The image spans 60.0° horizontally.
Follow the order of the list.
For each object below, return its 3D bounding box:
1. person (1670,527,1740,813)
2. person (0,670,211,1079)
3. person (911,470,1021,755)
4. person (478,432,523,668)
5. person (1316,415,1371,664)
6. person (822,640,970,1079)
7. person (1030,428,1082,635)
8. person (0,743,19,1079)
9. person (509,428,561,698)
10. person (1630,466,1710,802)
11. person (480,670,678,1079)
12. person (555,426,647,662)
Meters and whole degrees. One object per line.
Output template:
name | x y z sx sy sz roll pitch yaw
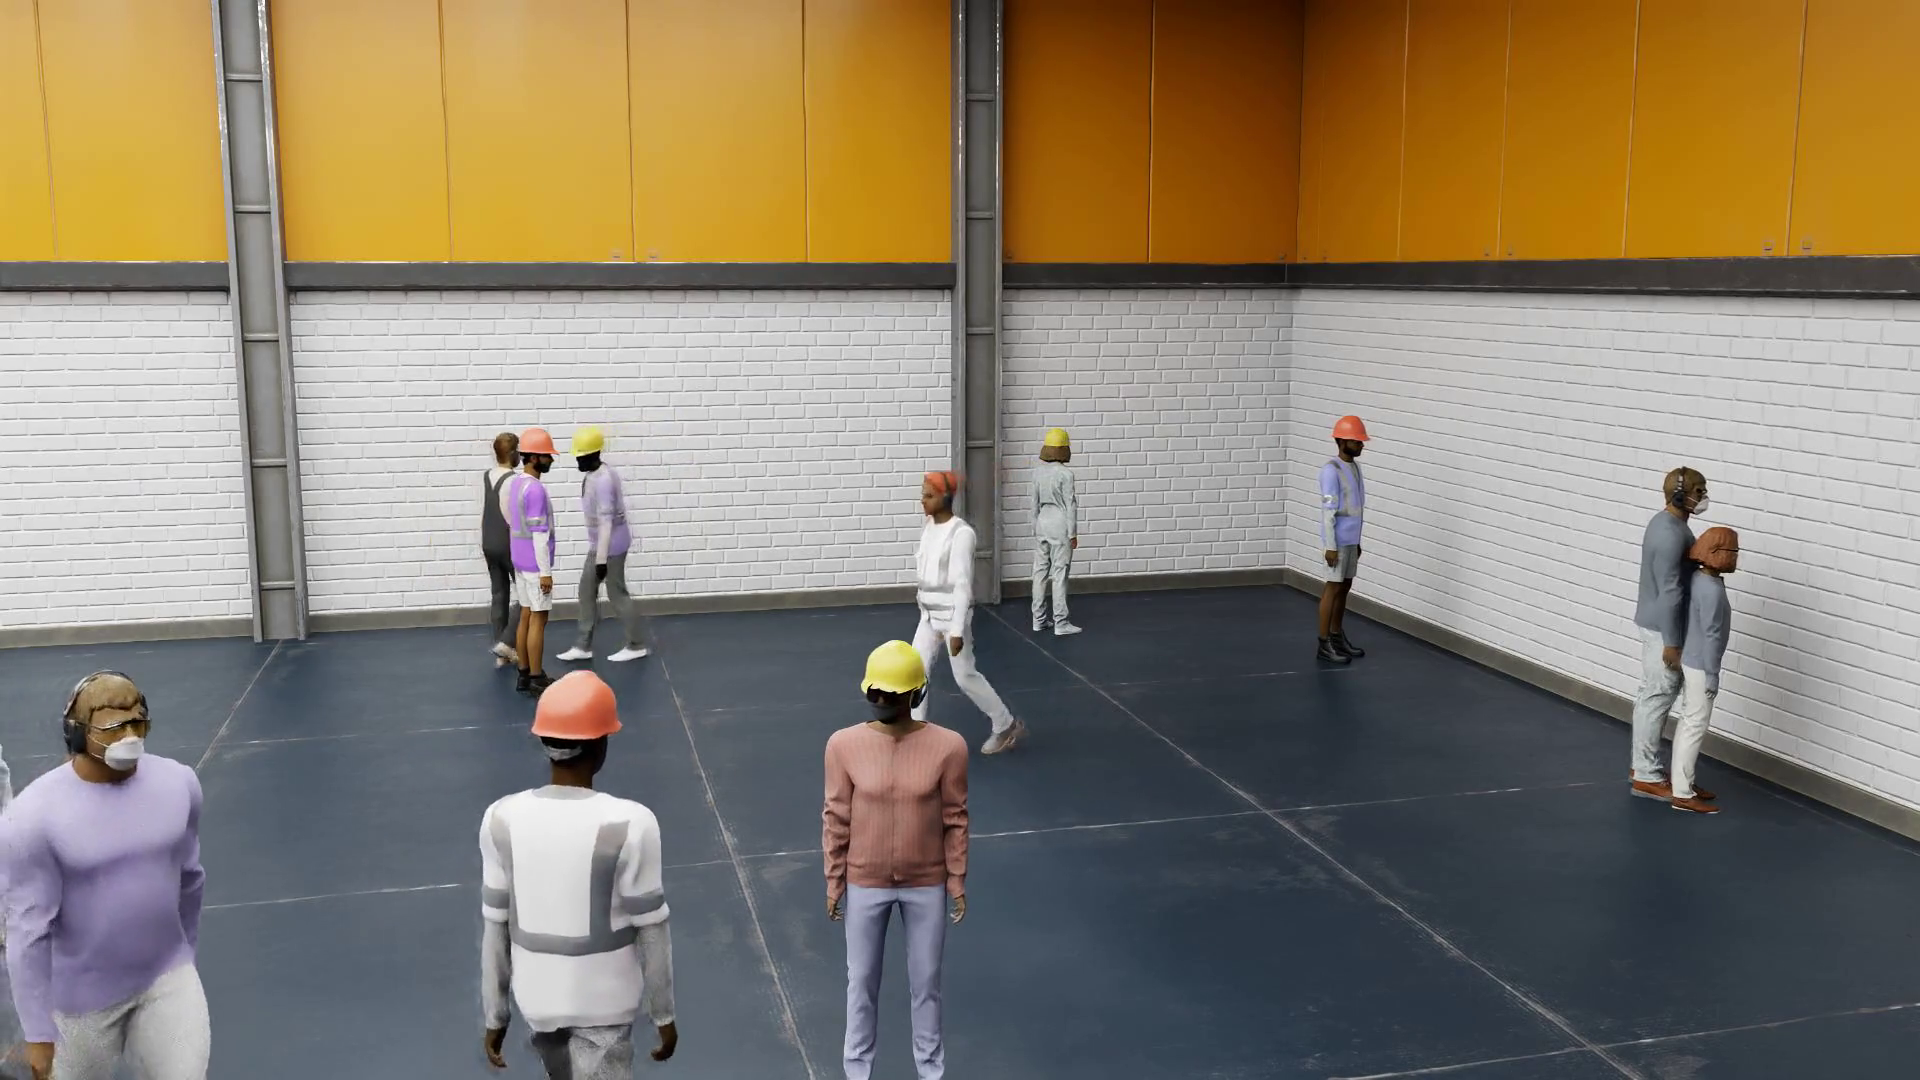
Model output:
person | 4.214 0.725 9.417 0.279 1.624 0.494 2 9 15
person | -2.541 1.304 4.958 0.970 1.909 0.635 6 11 34
person | -0.026 0.477 10.281 0.928 1.850 0.584 -5 11 -30
person | -3.470 0.086 12.777 0.505 1.830 0.390 4 10 26
person | 3.019 -0.010 13.024 0.362 1.935 0.553 6 11 35
person | -0.225 1.217 5.911 0.526 1.767 0.311 -1 9 -3
person | 0.813 -0.076 14.045 0.300 1.742 0.492 -9 13 -44
person | -3.833 1.150 6.180 0.694 1.808 0.598 2 9 14
person | -3.037 0.166 11.950 0.391 1.935 0.556 -5 11 -30
person | 4.107 0.532 9.657 0.357 1.935 0.651 3 10 20
person | -1.133 1.338 4.780 0.559 1.903 0.936 2 9 14
person | -2.786 0.055 12.798 0.804 1.874 0.615 -5 10 -26
